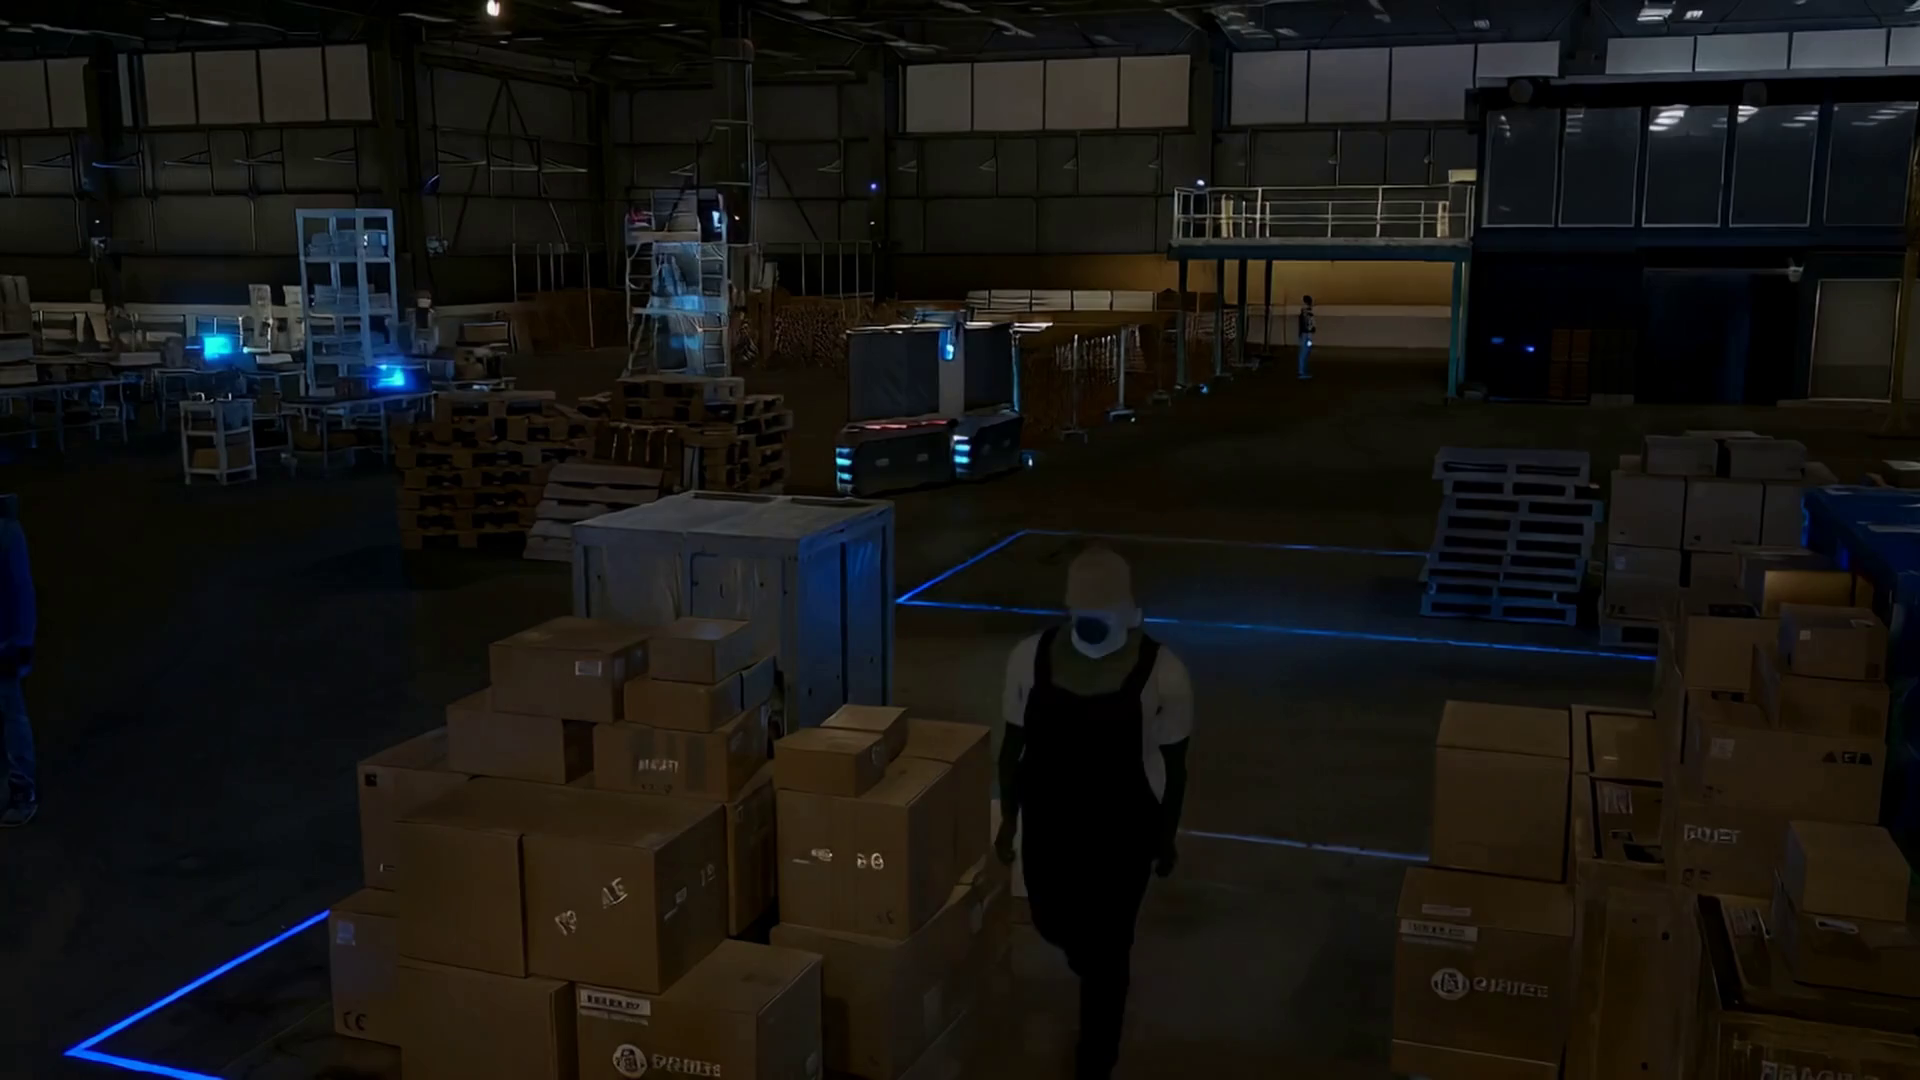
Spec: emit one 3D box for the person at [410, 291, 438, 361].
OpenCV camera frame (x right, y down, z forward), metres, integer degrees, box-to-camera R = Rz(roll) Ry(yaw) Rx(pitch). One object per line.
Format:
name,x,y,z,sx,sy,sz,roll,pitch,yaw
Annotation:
person,-11.833,-4.482,36.718,0.621,2.026,0.607,0,10,1

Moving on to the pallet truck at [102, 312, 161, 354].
pallet truck,-23.057,-5.777,46.261,0.680,1.201,1.601,3,11,19

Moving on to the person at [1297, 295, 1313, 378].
person,7.885,-4.632,37.967,0.355,1.885,0.575,5,11,24

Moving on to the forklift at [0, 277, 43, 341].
forklift,-27.151,-6.329,46.328,1.157,1.987,2.680,3,11,17

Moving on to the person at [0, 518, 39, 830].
person,-5.109,0.525,8.611,0.622,1.992,0.396,1,10,5

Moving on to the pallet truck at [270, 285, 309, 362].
pallet truck,-17.147,-5.700,43.663,0.823,1.965,1.885,3,11,17

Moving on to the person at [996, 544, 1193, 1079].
person,0.493,0.957,6.050,0.683,2.000,0.902,4,11,21

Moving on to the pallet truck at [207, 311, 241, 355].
pallet truck,-19.537,-5.575,44.913,0.653,1.274,1.630,3,11,19

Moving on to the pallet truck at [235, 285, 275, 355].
pallet truck,-18.327,-5.835,44.421,0.823,1.965,1.885,4,11,23

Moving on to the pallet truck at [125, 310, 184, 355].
pallet truck,-22.038,-5.665,45.457,0.704,1.261,1.522,3,11,17
